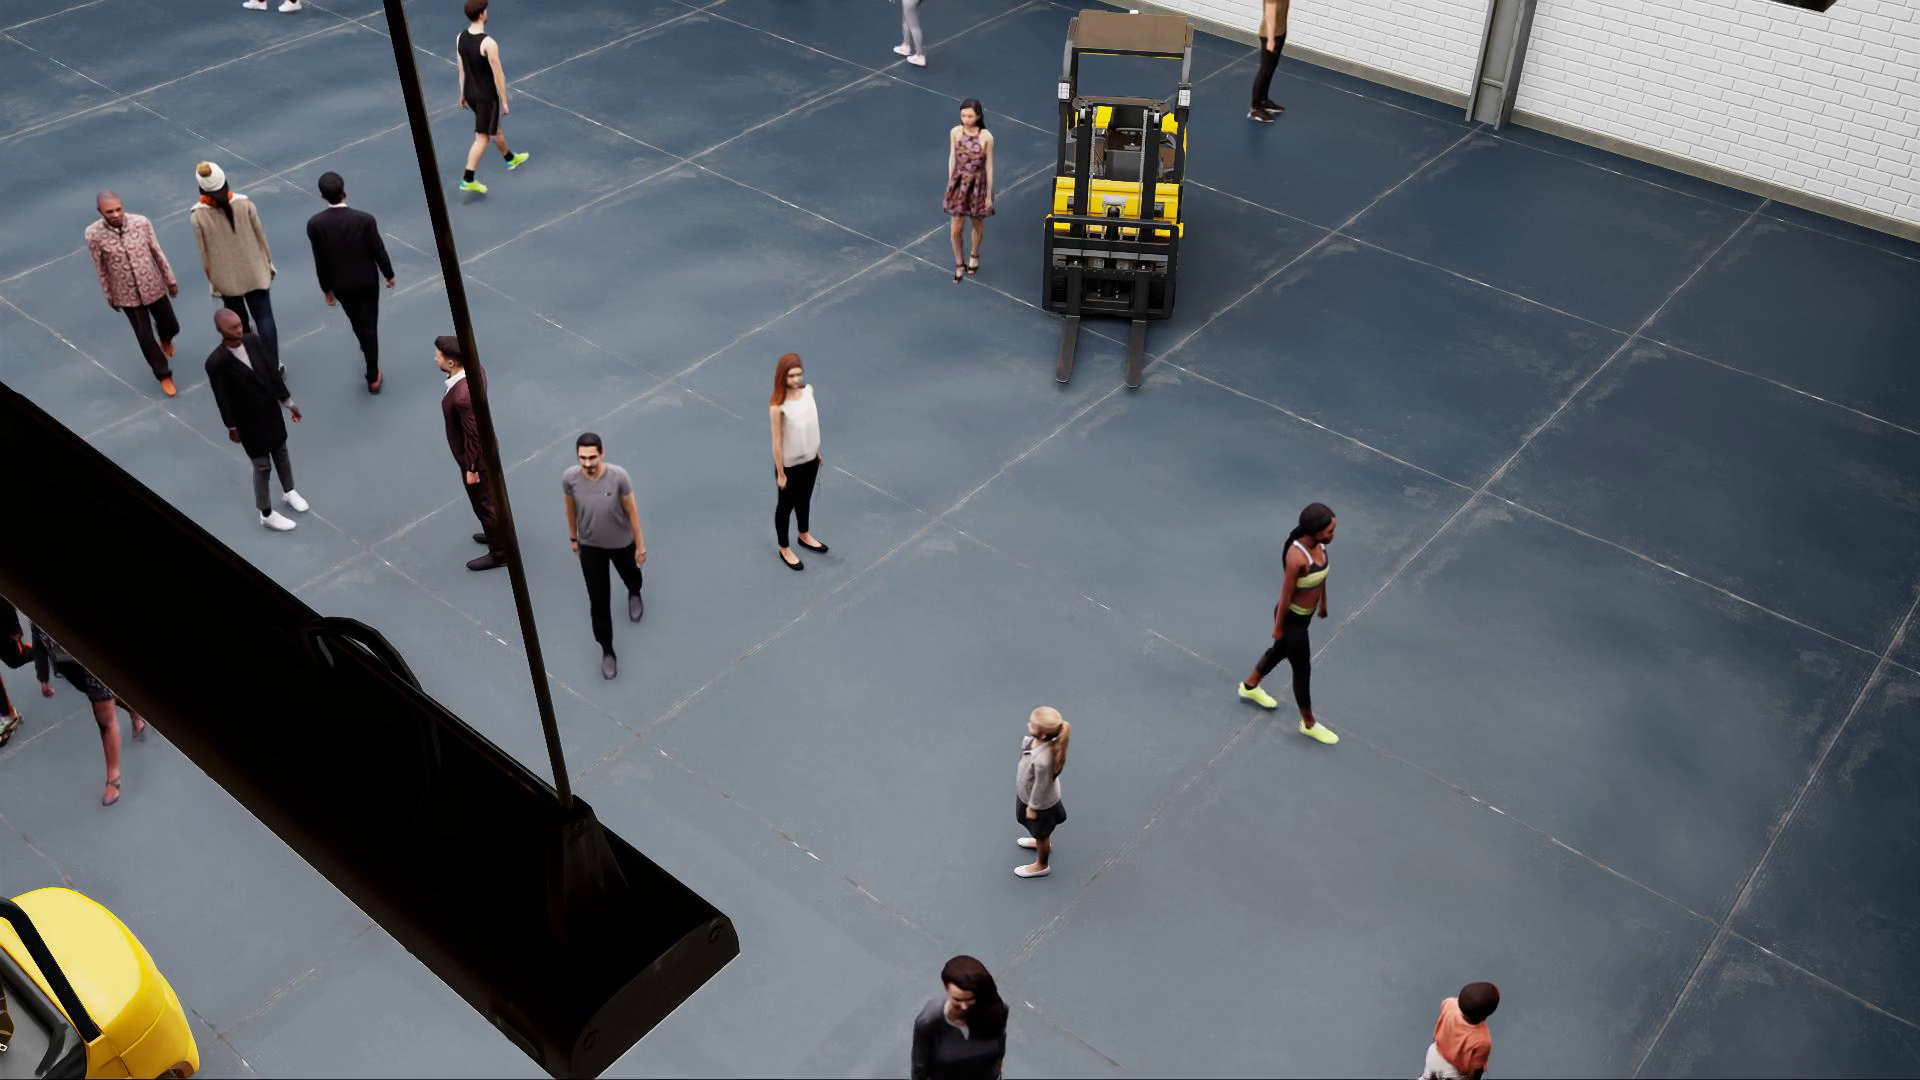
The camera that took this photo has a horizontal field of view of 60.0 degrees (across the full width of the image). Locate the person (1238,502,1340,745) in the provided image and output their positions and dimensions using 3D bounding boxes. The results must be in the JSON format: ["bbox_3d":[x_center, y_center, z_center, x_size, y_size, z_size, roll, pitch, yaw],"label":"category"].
[{"bbox_3d":[2.051,0.455,10.493,0.992,1.725,0.650,23,44,26],"label":"person"}]

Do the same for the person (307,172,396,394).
[{"bbox_3d":[-4.929,-2.046,13.523,1.061,1.851,1.164,-8,39,-10],"label":"person"}]

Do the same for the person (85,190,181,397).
[{"bbox_3d":[-6.734,-2.087,13.627,0.881,1.784,1.061,-22,44,-25],"label":"person"}]

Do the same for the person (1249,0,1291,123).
[{"bbox_3d":[3.341,-5.430,17.759,0.639,1.852,0.706,17,42,20],"label":"person"}]

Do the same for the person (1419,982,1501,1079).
[{"bbox_3d":[2.366,2.599,8.149,0.704,1.299,0.748,-18,42,-21],"label":"person"}]

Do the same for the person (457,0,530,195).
[{"bbox_3d":[-4.762,-4.324,16.390,1.219,1.833,0.864,23,44,26],"label":"person"}]

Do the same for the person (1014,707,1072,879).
[{"bbox_3d":[0.466,1.439,9.620,0.642,1.276,0.597,5,39,6],"label":"person"}]

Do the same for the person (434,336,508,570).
[{"bbox_3d":[-3.420,-0.632,11.742,0.835,1.865,0.773,-3,39,-4],"label":"person"}]

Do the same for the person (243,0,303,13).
[{"bbox_3d":[-8.391,-7.245,20.087,1.081,1.783,1.006,-1,39,-2],"label":"person"}]

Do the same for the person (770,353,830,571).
[{"bbox_3d":[-1.173,-0.578,11.790,0.485,1.719,0.560,28,46,30],"label":"person"}]

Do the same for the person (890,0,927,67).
[{"bbox_3d":[-0.476,-6.172,18.894,0.773,1.596,0.617,21,43,24],"label":"person"}]

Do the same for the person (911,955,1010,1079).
[{"bbox_3d":[-0.019,2.503,7.932,1.068,1.720,1.183,-6,39,-8],"label":"person"}]

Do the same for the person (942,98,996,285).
[{"bbox_3d":[0.139,-3.189,15.030,0.802,1.756,0.845,9,40,11],"label":"person"}]

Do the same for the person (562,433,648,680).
[{"bbox_3d":[-2.343,-0.035,11.113,1.144,1.717,1.217,-4,39,-5],"label":"person"}]

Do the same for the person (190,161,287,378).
[{"bbox_3d":[-5.948,-2.178,13.709,1.099,1.825,1.338,-14,41,-16],"label":"person"}]

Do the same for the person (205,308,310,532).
[{"bbox_3d":[-5.199,-0.958,12.238,0.756,1.755,0.745,19,42,22],"label":"person"}]

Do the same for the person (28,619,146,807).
[{"bbox_3d":[-5.311,0.745,10.190,1.088,1.649,1.086,1,39,1],"label":"person"}]
